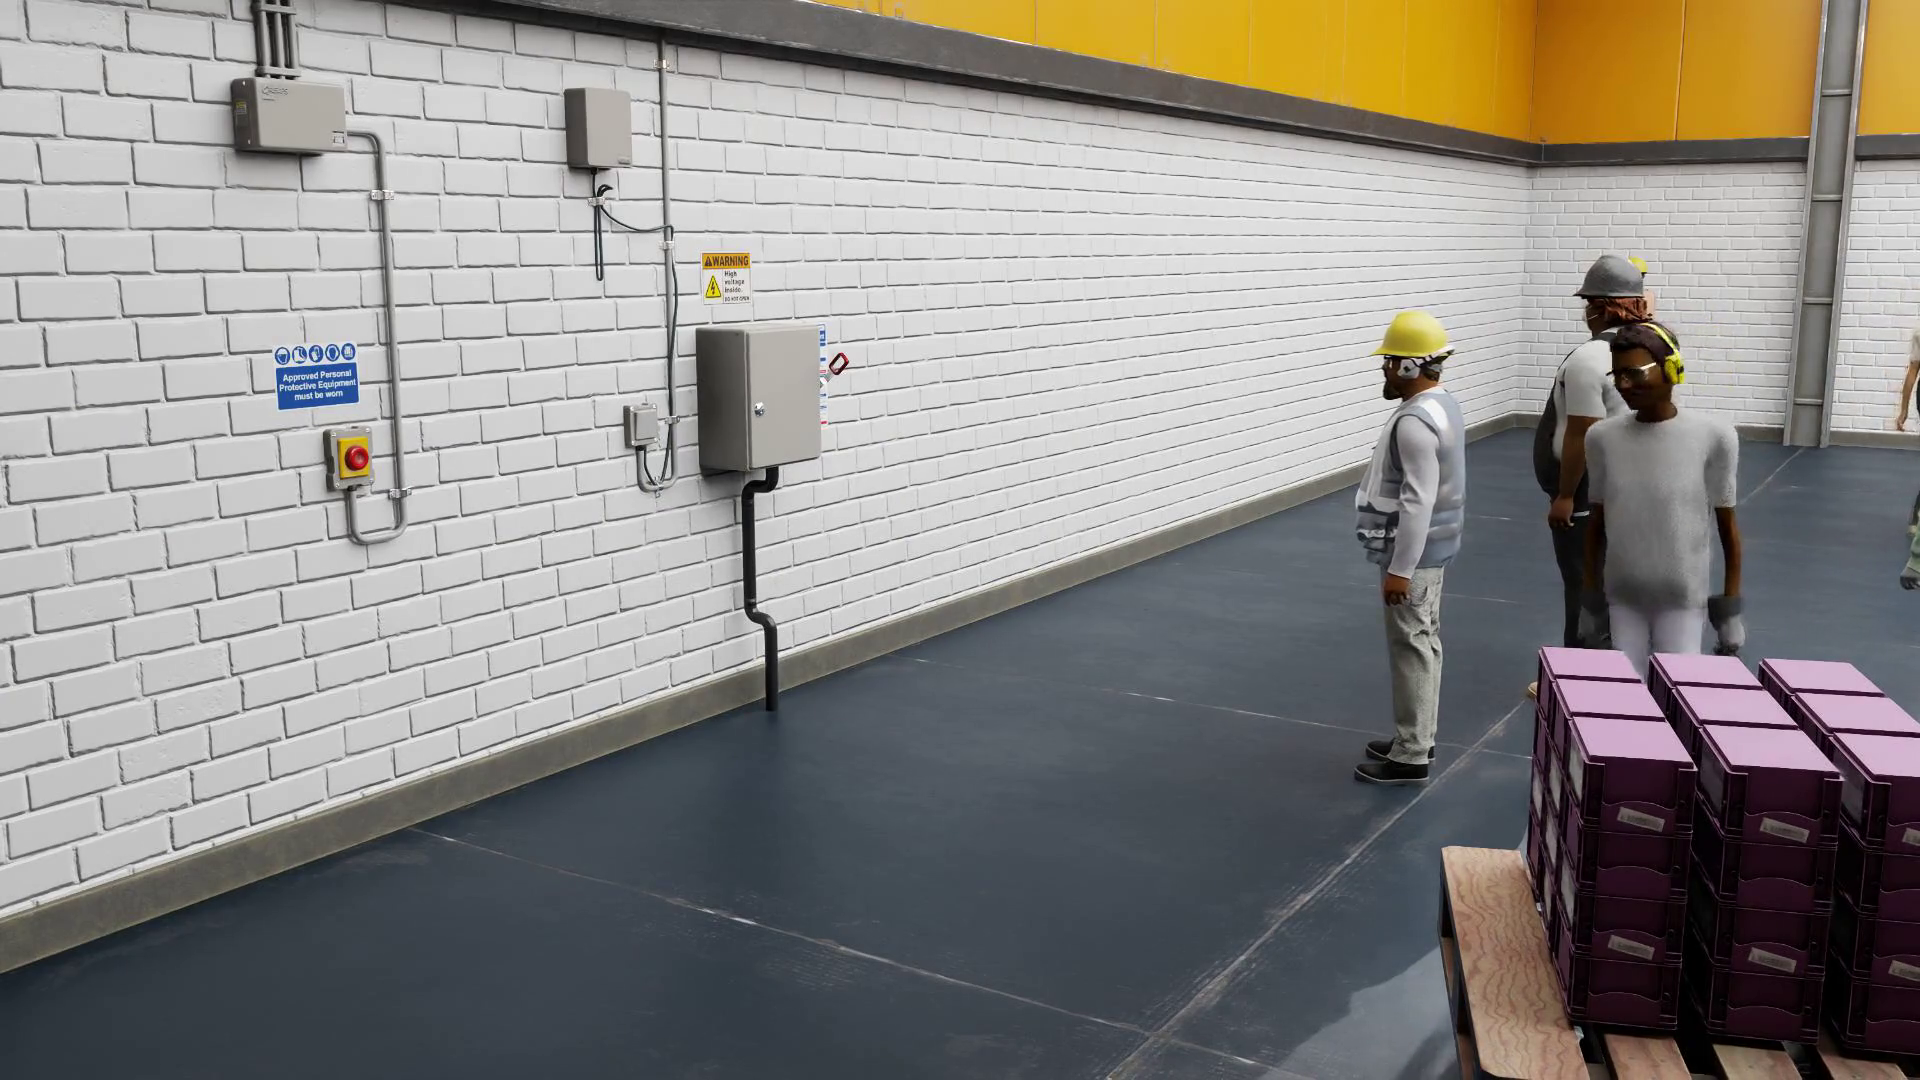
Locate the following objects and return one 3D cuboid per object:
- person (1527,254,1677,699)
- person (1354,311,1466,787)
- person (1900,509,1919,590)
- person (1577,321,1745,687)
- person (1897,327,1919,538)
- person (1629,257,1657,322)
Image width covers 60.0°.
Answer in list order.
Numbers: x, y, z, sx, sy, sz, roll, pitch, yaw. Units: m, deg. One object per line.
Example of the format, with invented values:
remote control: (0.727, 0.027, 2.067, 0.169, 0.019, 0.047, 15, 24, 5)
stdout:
person: (2.868, -0.268, 7.551, 0.684, 2.000, 0.538, -8, 13, -37)
person: (1.734, 0.036, 6.444, 0.404, 1.830, 0.600, 4, 11, 23)
person: (4.053, 0.078, 6.764, 0.499, 1.633, 0.279, -4, 11, -21)
person: (2.282, 0.210, 5.452, 0.550, 1.843, 0.482, 9, 13, 40)
person: (7.086, -0.932, 11.883, 0.958, 1.799, 0.541, -8, 13, -37)
person: (6.867, -1.924, 17.042, 0.593, 1.926, 0.366, -8, 13, -39)
